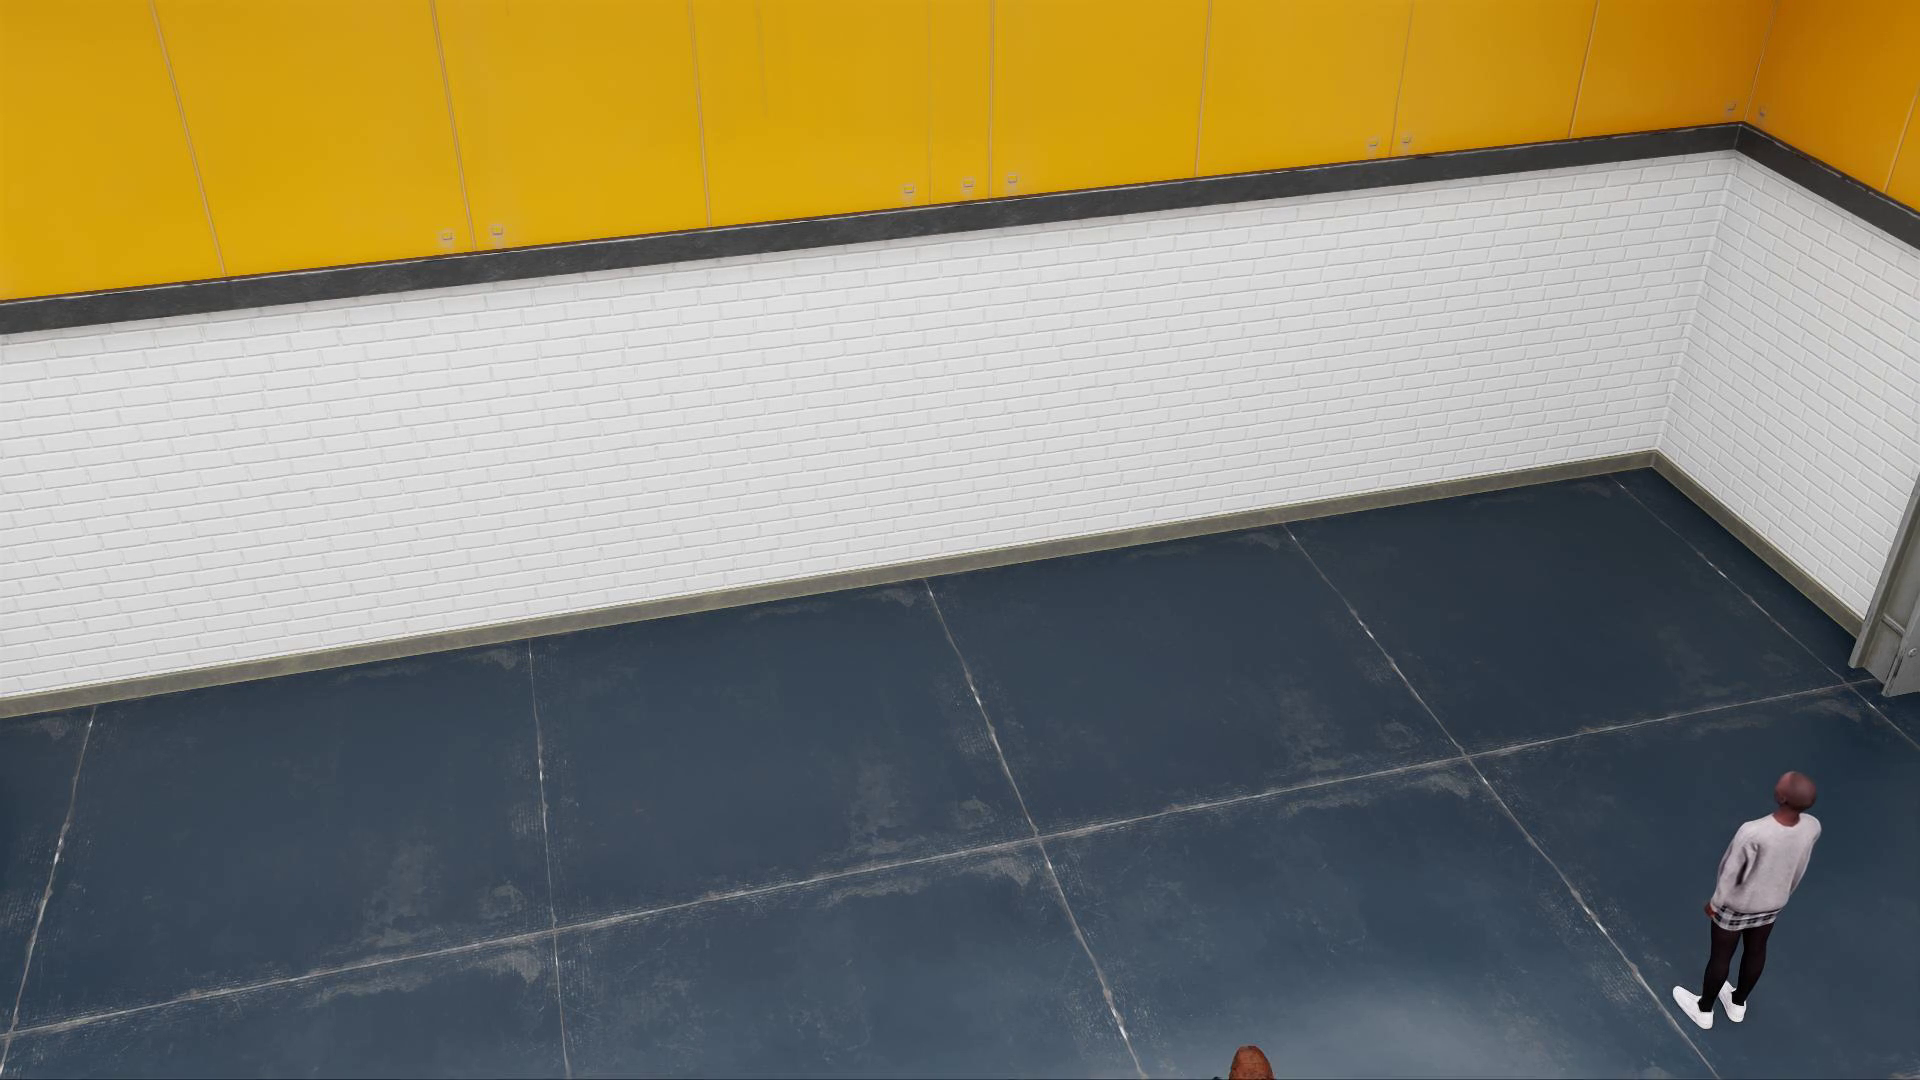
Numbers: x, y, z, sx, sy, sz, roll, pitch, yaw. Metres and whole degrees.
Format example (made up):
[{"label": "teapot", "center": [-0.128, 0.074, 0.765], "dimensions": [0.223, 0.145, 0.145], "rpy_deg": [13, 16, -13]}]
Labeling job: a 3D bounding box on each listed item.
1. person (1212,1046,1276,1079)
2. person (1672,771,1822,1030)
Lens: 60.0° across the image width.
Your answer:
[{"label": "person", "center": [1.260, 2.942, 7.570], "dimensions": [0.625, 1.457, 0.972], "rpy_deg": [-6, 34, -9]}, {"label": "person", "center": [4.219, 1.913, 8.836], "dimensions": [0.623, 1.770, 0.551], "rpy_deg": [-6, 34, -9]}]
